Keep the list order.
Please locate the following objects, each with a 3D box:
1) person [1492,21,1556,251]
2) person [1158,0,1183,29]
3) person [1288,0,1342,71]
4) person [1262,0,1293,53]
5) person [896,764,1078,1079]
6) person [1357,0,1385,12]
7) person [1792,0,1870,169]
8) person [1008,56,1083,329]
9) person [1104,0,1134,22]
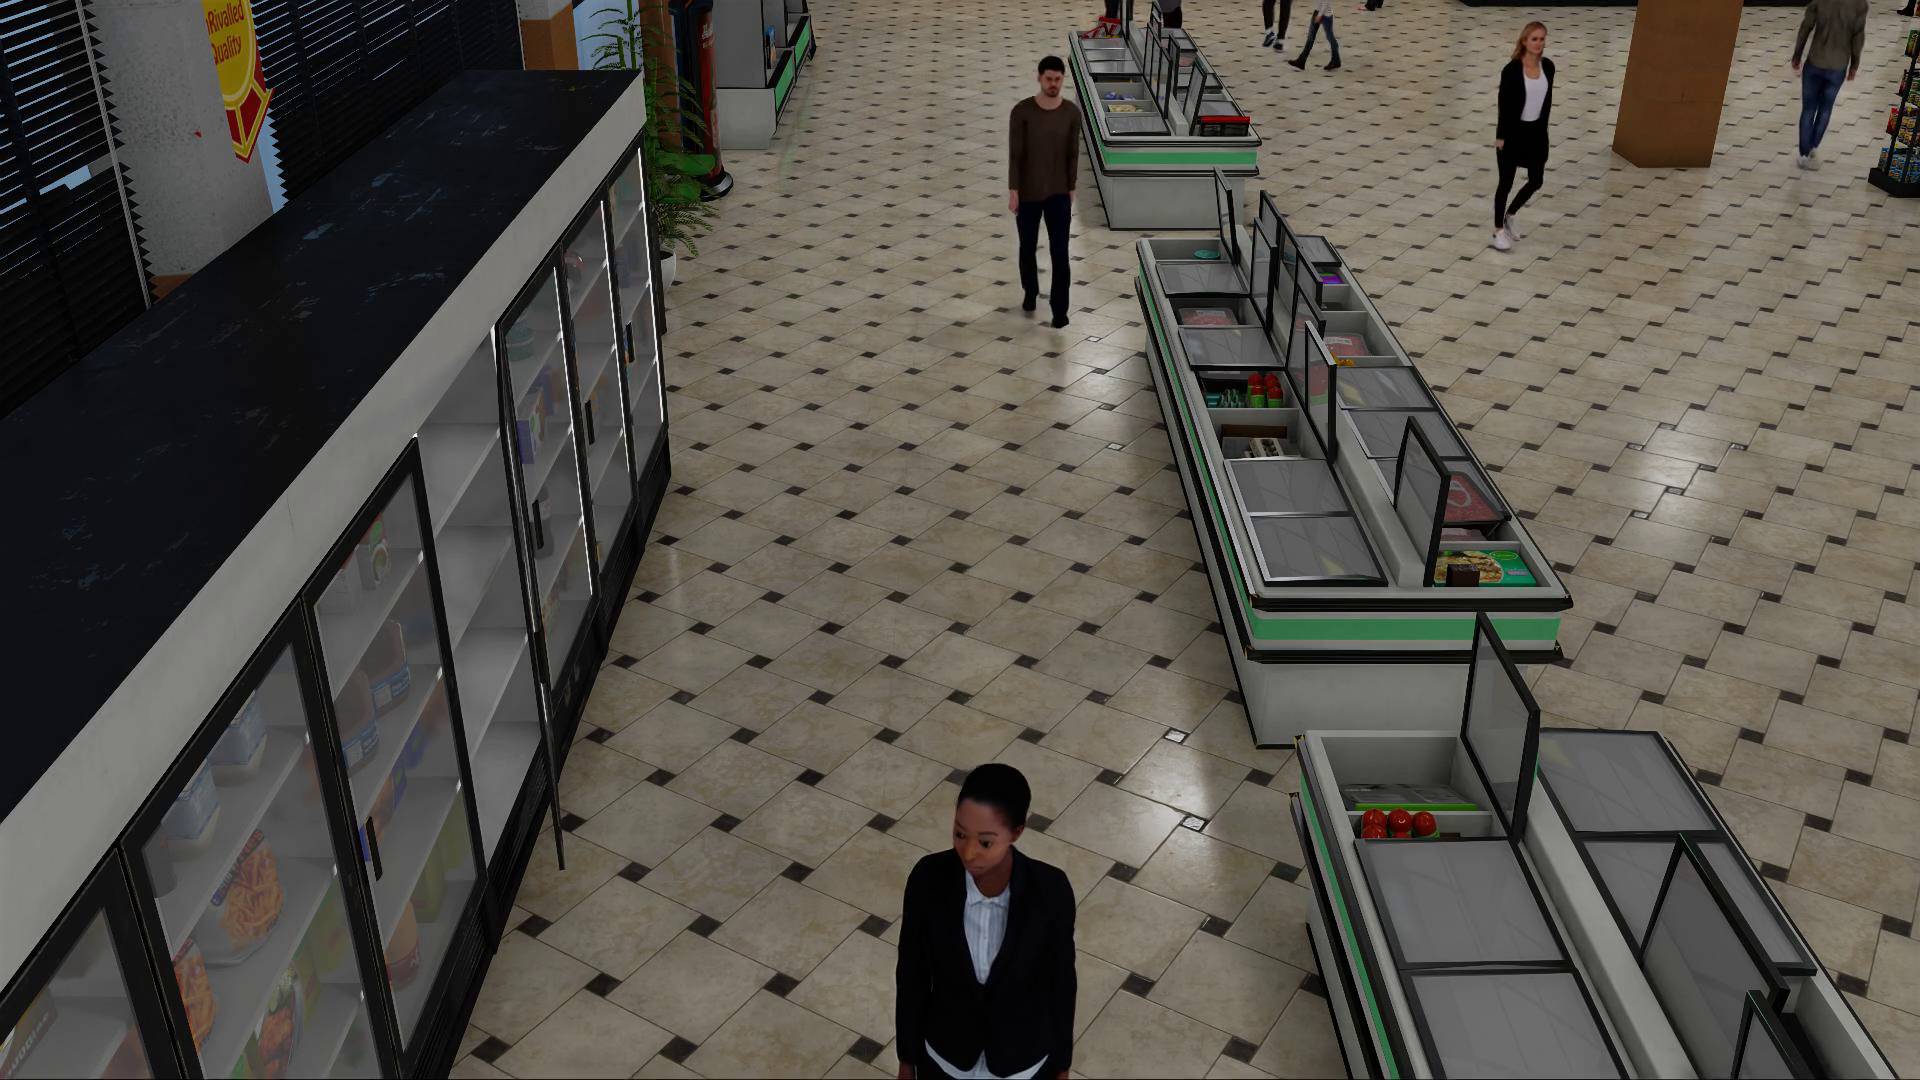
[{"bbox_3d":[4.426,-3.222,13.269,0.685,1.790,0.704,-6,27,-11],"label":"person"},{"bbox_3d":[2.626,-6.934,20.623,0.829,1.759,0.729,14,30,26],"label":"person"},{"bbox_3d":[4.375,-6.207,19.720,0.740,1.282,0.904,-9,28,-17],"label":"person"},{"bbox_3d":[4.051,-6.976,20.656,0.700,1.807,0.694,-2,27,-5],"label":"person"},{"bbox_3d":[0.070,1.338,4.228,0.627,1.835,0.555,3,27,5],"label":"person"},{"bbox_3d":[5.936,-8.508,23.605,0.796,1.872,0.698,19,32,33],"label":"person"},{"bbox_3d":[8.085,-4.405,15.545,0.944,1.843,1.074,11,29,21],"label":"person"},{"bbox_3d":[0.563,-2.452,11.698,0.675,1.838,1.112,0,27,-1],"label":"person"},{"bbox_3d":[1.892,-6.663,20.052,0.850,1.794,1.127,6,28,12],"label":"person"}]
